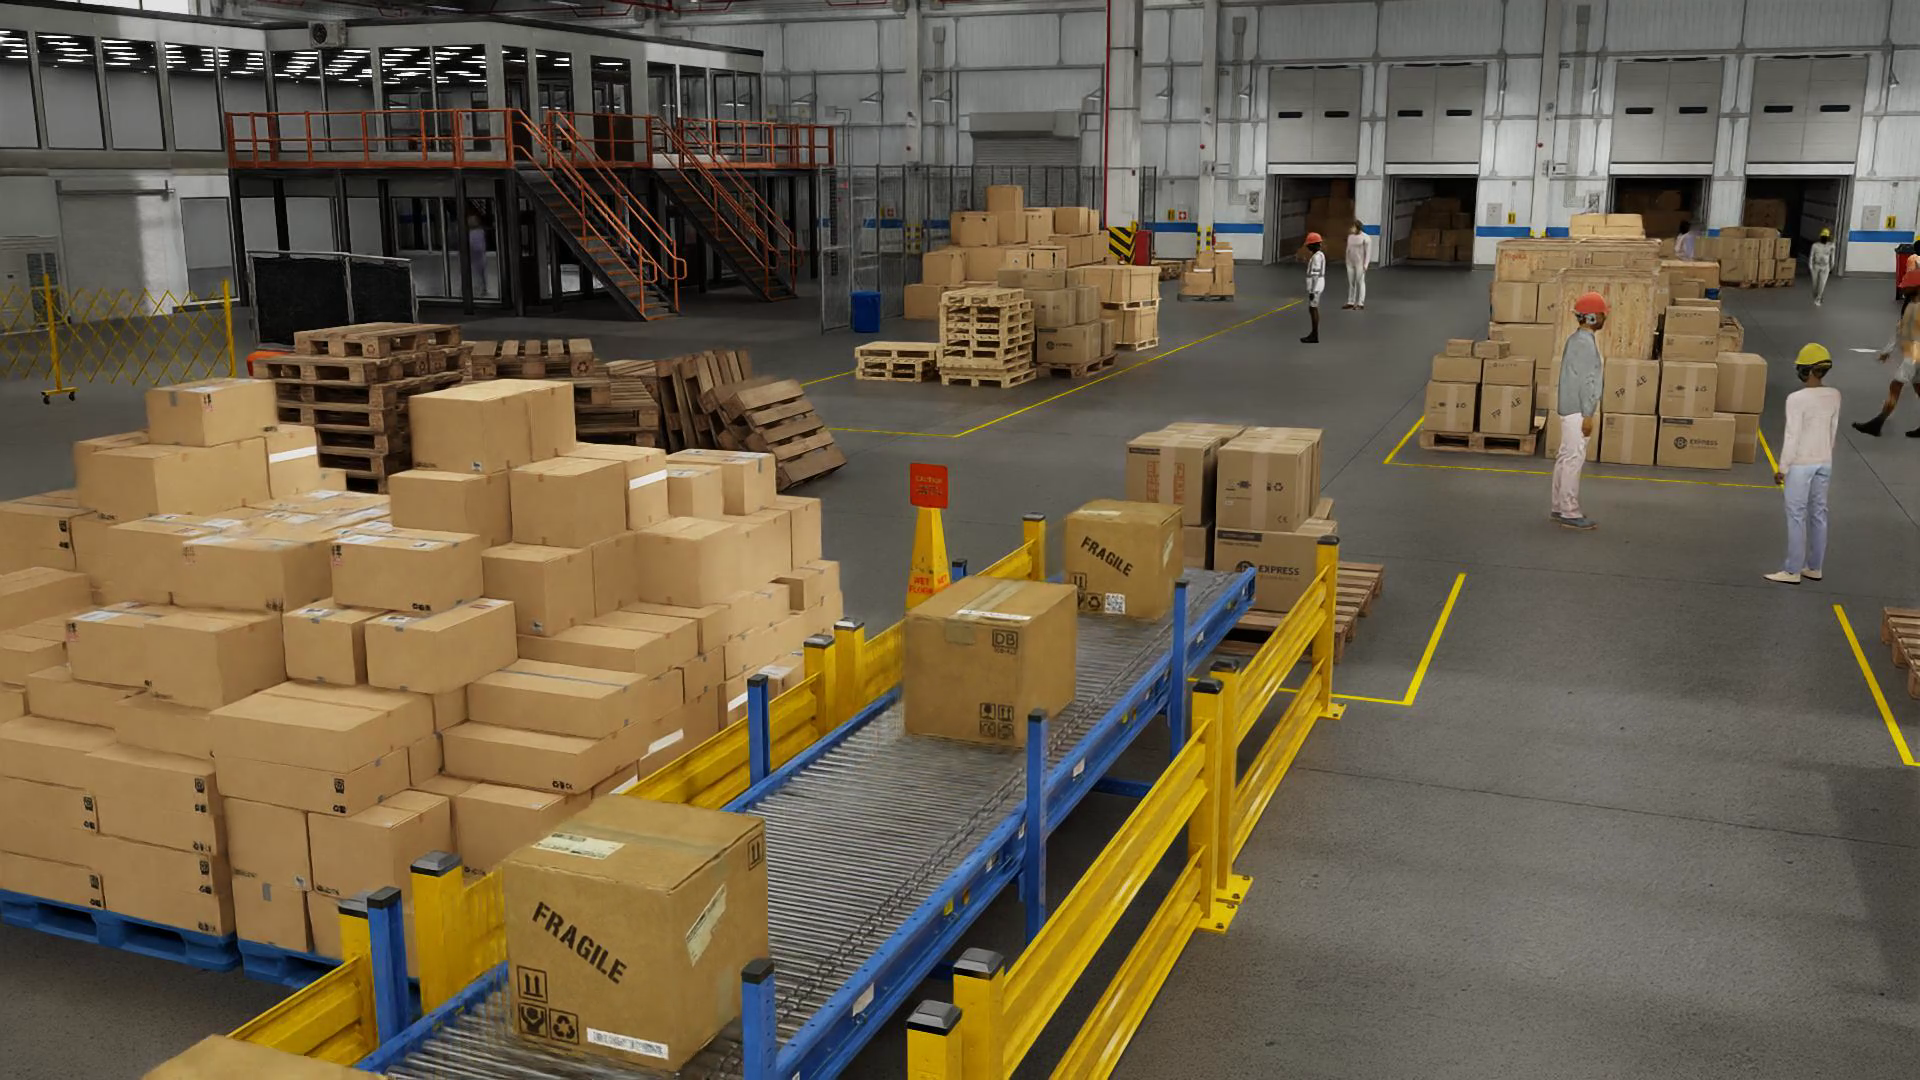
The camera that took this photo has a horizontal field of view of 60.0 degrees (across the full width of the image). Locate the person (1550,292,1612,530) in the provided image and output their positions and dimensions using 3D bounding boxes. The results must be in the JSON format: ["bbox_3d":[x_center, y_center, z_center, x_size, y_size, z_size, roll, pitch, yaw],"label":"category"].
[{"bbox_3d":[5.255,-1.094,14.091,0.378,1.997,0.609,2,13,8],"label":"person"}]

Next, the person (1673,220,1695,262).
[{"bbox_3d":[17.150,-6.633,39.338,0.542,1.830,0.637,0,13,-1],"label":"person"}]

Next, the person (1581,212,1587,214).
[{"bbox_3d":[15.738,-7.325,42.149,0.391,1.948,0.606,9,15,35],"label":"person"}]

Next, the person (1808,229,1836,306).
[{"bbox_3d":[19.268,-6.101,37.187,0.486,1.718,0.788,8,15,33],"label":"person"}]

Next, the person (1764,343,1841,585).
[{"bbox_3d":[6.185,-0.555,12.195,0.526,1.768,0.331,-6,14,-24],"label":"person"}]

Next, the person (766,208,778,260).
[{"bbox_3d":[-6.475,-10.146,55.048,1.047,1.839,0.595,1,13,6],"label":"person"}]

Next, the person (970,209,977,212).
[{"bbox_3d":[0.497,-9.205,50.915,0.927,1.797,0.661,-3,13,-15],"label":"person"}]

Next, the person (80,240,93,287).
[{"bbox_3d":[-20.816,-6.578,39.497,0.530,1.617,0.364,2,13,7],"label":"person"}]

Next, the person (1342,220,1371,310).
[{"bbox_3d":[8.599,-5.947,36.003,0.374,1.934,0.629,-8,15,-33],"label":"person"}]

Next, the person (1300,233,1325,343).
[{"bbox_3d":[6.185,-4.410,29.138,0.379,1.927,0.545,4,13,16],"label":"person"}]

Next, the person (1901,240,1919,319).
[{"bbox_3d":[18.234,-4.884,31.783,0.533,1.692,0.319,-11,16,-39],"label":"person"}]

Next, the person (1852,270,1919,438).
[{"bbox_3d":[10.641,-2.090,18.785,0.969,1.888,0.552,5,13,20],"label":"person"}]
